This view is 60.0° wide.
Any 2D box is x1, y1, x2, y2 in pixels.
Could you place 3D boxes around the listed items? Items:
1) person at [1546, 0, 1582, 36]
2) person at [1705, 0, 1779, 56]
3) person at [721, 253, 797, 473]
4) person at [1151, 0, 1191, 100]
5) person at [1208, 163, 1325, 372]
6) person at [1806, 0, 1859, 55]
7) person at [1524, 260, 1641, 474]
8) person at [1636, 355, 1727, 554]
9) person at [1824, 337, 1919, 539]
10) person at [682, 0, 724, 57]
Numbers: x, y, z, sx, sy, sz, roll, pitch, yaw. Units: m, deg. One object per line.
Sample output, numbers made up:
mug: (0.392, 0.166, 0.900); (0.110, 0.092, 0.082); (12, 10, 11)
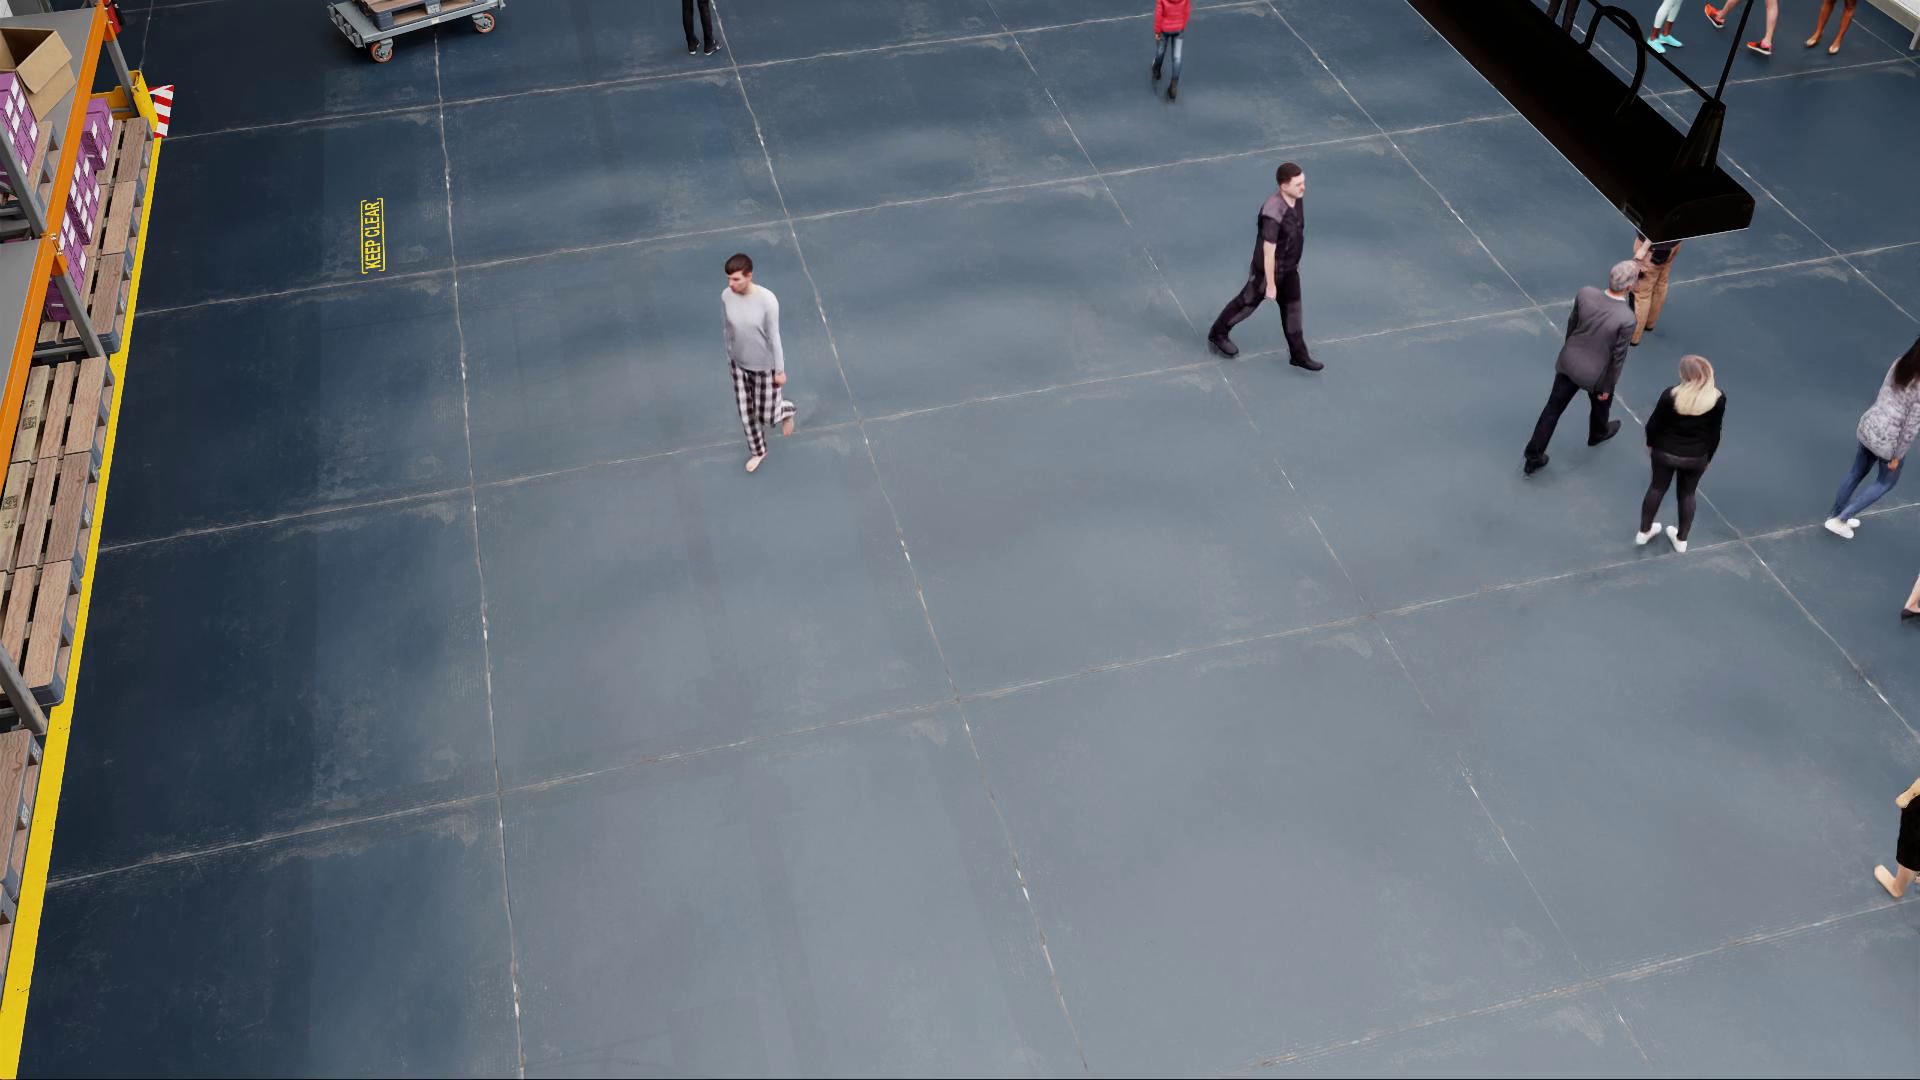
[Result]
person: (6.270, -5.733, 17.117); (0.623, 1.475, 0.716); (29, 51, 27)
person: (8.346, -5.866, 17.027); (0.779, 1.792, 1.238); (-17, 46, -17)
person: (-1.469, -1.350, 12.261); (0.866, 1.828, 0.949); (15, 46, 15)
person: (2.119, -5.031, 16.515); (0.636, 1.289, 0.952); (-2, 44, -2)
person: (2.386, -2.162, 13.133); (1.324, 1.801, 1.224); (25, 49, 24)
person: (9.161, -5.834, 17.071); (0.623, 1.685, 0.709); (31, 52, 29)
person: (4.529, -1.220, 12.150); (1.116, 1.791, 1.246); (-29, 51, -27)
person: (4.939, -0.548, 11.555); (0.785, 1.639, 0.794); (22, 48, 21)
person: (6.402, -0.723, 11.687); (0.696, 1.711, 0.612); (-5, 44, -5)
person: (-2.735, -5.839, 16.987); (0.692, 1.808, 0.694); (11, 45, 11)
